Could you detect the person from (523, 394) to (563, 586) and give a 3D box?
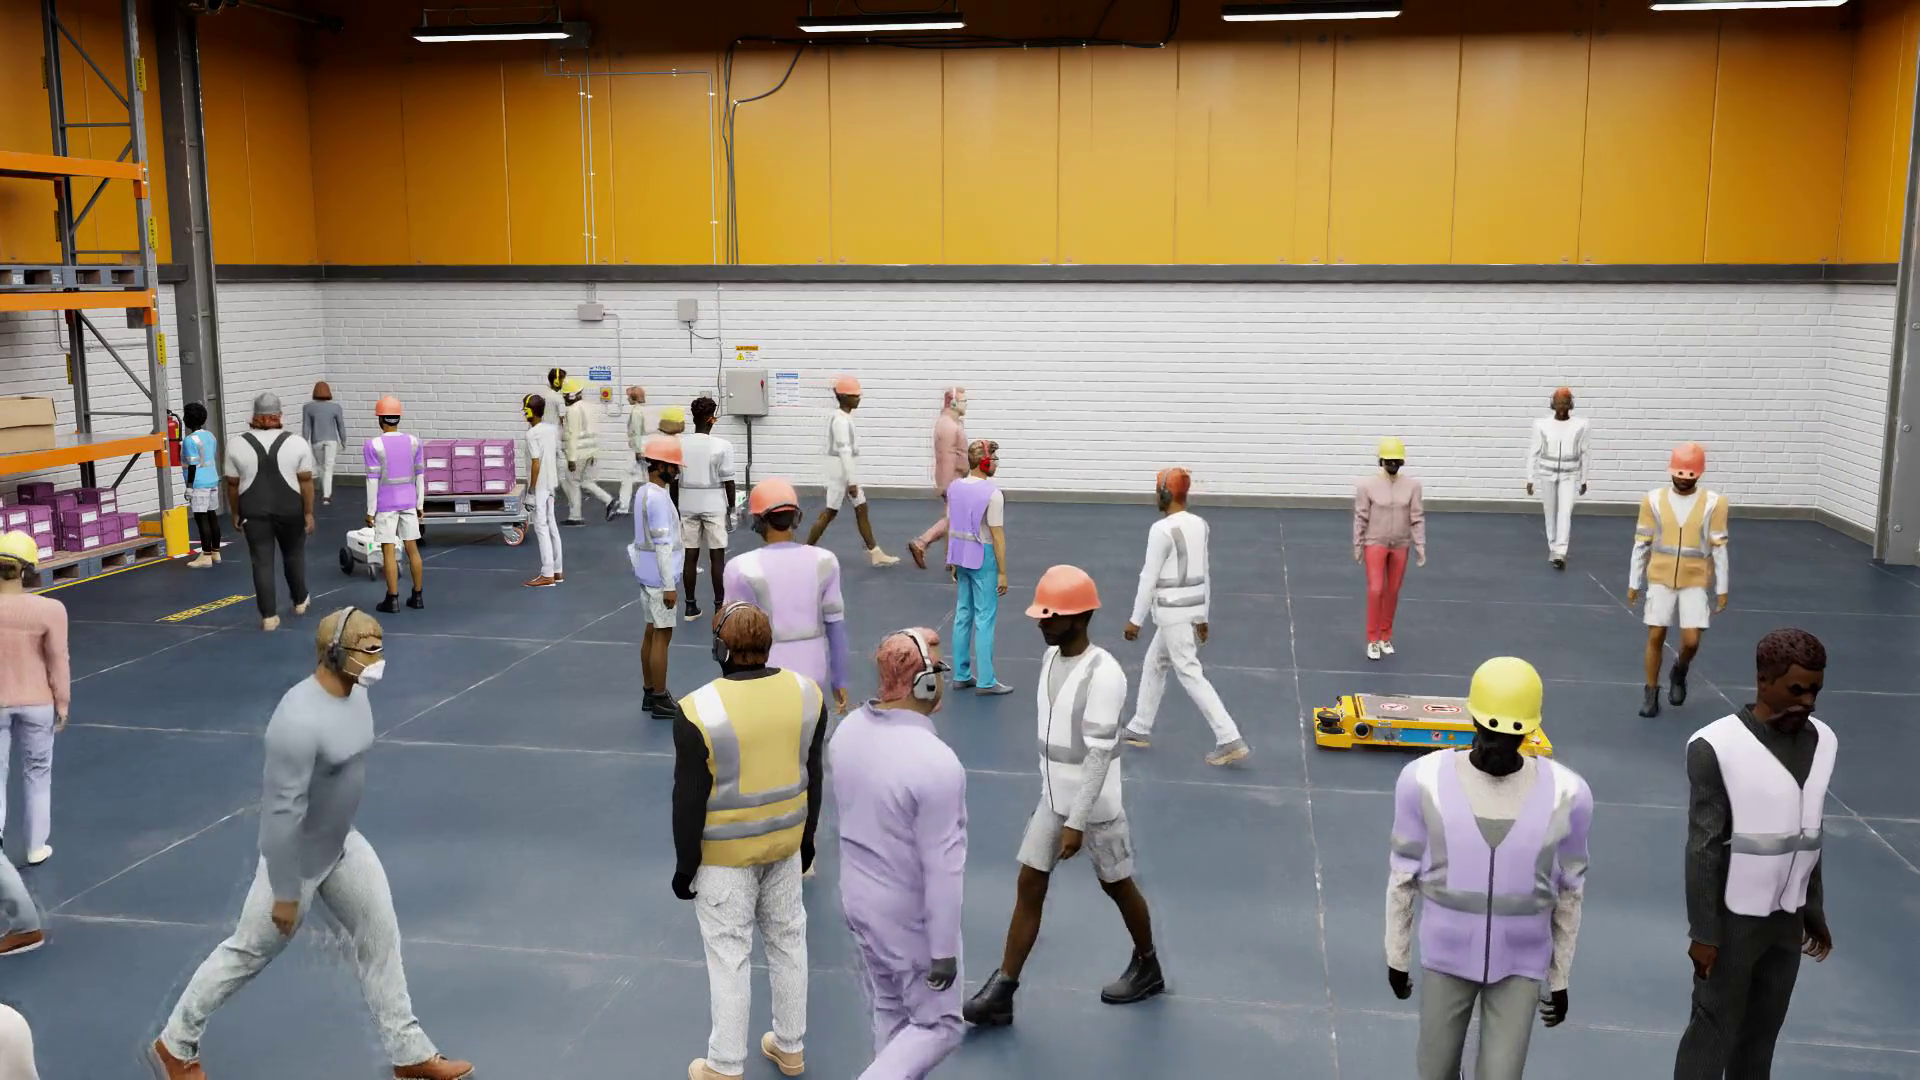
[{"bbox_3d":[-4.062,-0.479,16.083,0.319,1.865,0.521,2,9,11],"label":"person"}]

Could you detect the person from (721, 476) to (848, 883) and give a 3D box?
[{"bbox_3d":[-0.939,0.679,8.451,0.602,2.007,0.854,-6,11,-31],"label":"person"}]

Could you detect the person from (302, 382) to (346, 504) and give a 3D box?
[{"bbox_3d":[-8.375,-1.288,21.941,0.519,1.583,0.878,-2,9,-11],"label":"person"}]

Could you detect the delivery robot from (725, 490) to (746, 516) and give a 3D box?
[{"bbox_3d":[-2.914,-0.474,19.817,0.707,0.478,0.477,1,9,4],"label":"delivery robot"}]

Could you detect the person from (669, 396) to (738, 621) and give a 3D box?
[{"bbox_3d":[-2.223,-0.267,14.456,0.613,1.963,0.361,2,9,12],"label":"person"}]

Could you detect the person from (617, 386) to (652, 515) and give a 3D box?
[{"bbox_3d":[-4.101,-1.108,20.762,0.659,1.617,0.527,2,9,10],"label":"person"}]

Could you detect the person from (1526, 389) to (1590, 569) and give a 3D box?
[{"bbox_3d":[6.143,-0.630,17.121,0.596,1.826,0.990,4,10,22],"label":"person"}]

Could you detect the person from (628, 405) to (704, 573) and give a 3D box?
[{"bbox_3d":[-2.960,-0.503,16.667,0.657,1.717,0.480,1,9,7],"label":"person"}]

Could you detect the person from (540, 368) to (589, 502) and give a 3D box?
[{"bbox_3d":[-5.211,-1.290,21.310,0.987,1.806,0.571,-8,12,-42],"label":"person"}]

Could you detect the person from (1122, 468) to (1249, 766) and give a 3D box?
[{"bbox_3d":[1.391,0.464,10.339,1.001,1.841,0.567,6,11,32],"label":"person"}]

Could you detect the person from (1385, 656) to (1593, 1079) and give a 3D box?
[{"bbox_3d":[1.634,1.257,5.202,0.587,1.903,0.719,2,9,15],"label":"person"}]

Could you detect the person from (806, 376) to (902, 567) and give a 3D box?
[{"bbox_3d":[-1.181,-0.679,16.962,1.070,1.990,0.631,0,9,3],"label":"person"}]

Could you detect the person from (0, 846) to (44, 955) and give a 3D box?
[{"bbox_3d":[-4.531,1.076,7.271,0.877,1.582,0.504,-3,10,-20],"label":"person"}]

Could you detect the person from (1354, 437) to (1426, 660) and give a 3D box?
[{"bbox_3d":[3.389,0.072,13.052,0.527,1.746,0.658,-1,9,-4],"label":"person"}]

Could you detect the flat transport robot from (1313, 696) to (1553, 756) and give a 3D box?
[{"bbox_3d":[3.023,1.179,10.728,1.431,0.197,0.652,2,9,10],"label":"flat transport robot"}]

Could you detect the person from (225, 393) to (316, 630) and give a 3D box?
[{"bbox_3d":[-5.941,-0.295,14.397,0.702,2.000,0.957,-3,10,-17],"label":"person"}]

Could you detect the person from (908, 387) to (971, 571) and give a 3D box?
[{"bbox_3d":[-0.151,-0.599,16.748,0.622,1.893,0.650,0,9,0],"label":"person"}]

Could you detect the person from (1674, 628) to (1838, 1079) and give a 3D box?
[{"bbox_3d":[2.589,1.215,5.426,0.587,1.913,0.391,-4,10,-25],"label":"person"}]

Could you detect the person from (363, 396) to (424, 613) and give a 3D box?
[{"bbox_3d":[-5.062,-0.318,14.859,0.370,1.935,0.552,9,13,43],"label":"person"}]

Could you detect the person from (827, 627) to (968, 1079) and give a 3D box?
[{"bbox_3d":[-0.234,1.224,5.456,0.626,1.887,0.656,-7,11,-36],"label":"person"}]

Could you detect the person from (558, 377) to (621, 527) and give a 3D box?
[{"bbox_3d":[-4.451,-1.036,19.763,0.629,1.801,0.607,1,9,7],"label":"person"}]

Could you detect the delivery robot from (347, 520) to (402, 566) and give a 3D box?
[{"bbox_3d":[-5.860,0.039,16.631,0.477,0.478,0.707,-7,11,-38],"label":"delivery robot"}]

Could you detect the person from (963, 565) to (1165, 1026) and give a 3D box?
[{"bbox_3d":[0.454,1.031,6.701,1.011,1.886,0.539,-6,11,-31],"label":"person"}]

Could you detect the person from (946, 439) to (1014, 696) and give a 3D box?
[{"bbox_3d":[0.117,0.200,11.939,0.374,1.841,0.574,-8,12,-39],"label":"person"}]

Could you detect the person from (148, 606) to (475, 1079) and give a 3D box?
[{"bbox_3d":[-2.456,1.147,6.095,1.160,1.857,0.654,1,9,4],"label":"person"}]

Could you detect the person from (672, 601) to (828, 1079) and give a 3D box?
[{"bbox_3d":[-0.795,1.133,6.158,0.626,1.844,0.429,-7,12,-39],"label":"person"}]

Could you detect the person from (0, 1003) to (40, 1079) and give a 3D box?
[{"bbox_3d":[-2.427,1.613,3.973,0.519,1.586,0.834,-1,9,-7],"label":"person"}]

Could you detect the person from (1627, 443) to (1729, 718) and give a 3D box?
[{"bbox_3d":[4.856,0.281,11.248,0.653,1.902,0.523,5,10,28],"label":"person"}]

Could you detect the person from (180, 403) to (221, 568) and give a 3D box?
[{"bbox_3d":[-7.825,-0.565,17.129,0.318,1.700,0.535,0,9,-2],"label":"person"}]

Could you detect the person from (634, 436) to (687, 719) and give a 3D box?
[{"bbox_3d":[-2.023,0.254,11.345,0.369,1.929,0.542,-4,10,-23],"label":"person"}]

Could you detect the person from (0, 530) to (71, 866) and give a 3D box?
[{"bbox_3d":[-4.735,0.831,8.321,0.534,1.741,0.563,-3,10,-20],"label":"person"}]
